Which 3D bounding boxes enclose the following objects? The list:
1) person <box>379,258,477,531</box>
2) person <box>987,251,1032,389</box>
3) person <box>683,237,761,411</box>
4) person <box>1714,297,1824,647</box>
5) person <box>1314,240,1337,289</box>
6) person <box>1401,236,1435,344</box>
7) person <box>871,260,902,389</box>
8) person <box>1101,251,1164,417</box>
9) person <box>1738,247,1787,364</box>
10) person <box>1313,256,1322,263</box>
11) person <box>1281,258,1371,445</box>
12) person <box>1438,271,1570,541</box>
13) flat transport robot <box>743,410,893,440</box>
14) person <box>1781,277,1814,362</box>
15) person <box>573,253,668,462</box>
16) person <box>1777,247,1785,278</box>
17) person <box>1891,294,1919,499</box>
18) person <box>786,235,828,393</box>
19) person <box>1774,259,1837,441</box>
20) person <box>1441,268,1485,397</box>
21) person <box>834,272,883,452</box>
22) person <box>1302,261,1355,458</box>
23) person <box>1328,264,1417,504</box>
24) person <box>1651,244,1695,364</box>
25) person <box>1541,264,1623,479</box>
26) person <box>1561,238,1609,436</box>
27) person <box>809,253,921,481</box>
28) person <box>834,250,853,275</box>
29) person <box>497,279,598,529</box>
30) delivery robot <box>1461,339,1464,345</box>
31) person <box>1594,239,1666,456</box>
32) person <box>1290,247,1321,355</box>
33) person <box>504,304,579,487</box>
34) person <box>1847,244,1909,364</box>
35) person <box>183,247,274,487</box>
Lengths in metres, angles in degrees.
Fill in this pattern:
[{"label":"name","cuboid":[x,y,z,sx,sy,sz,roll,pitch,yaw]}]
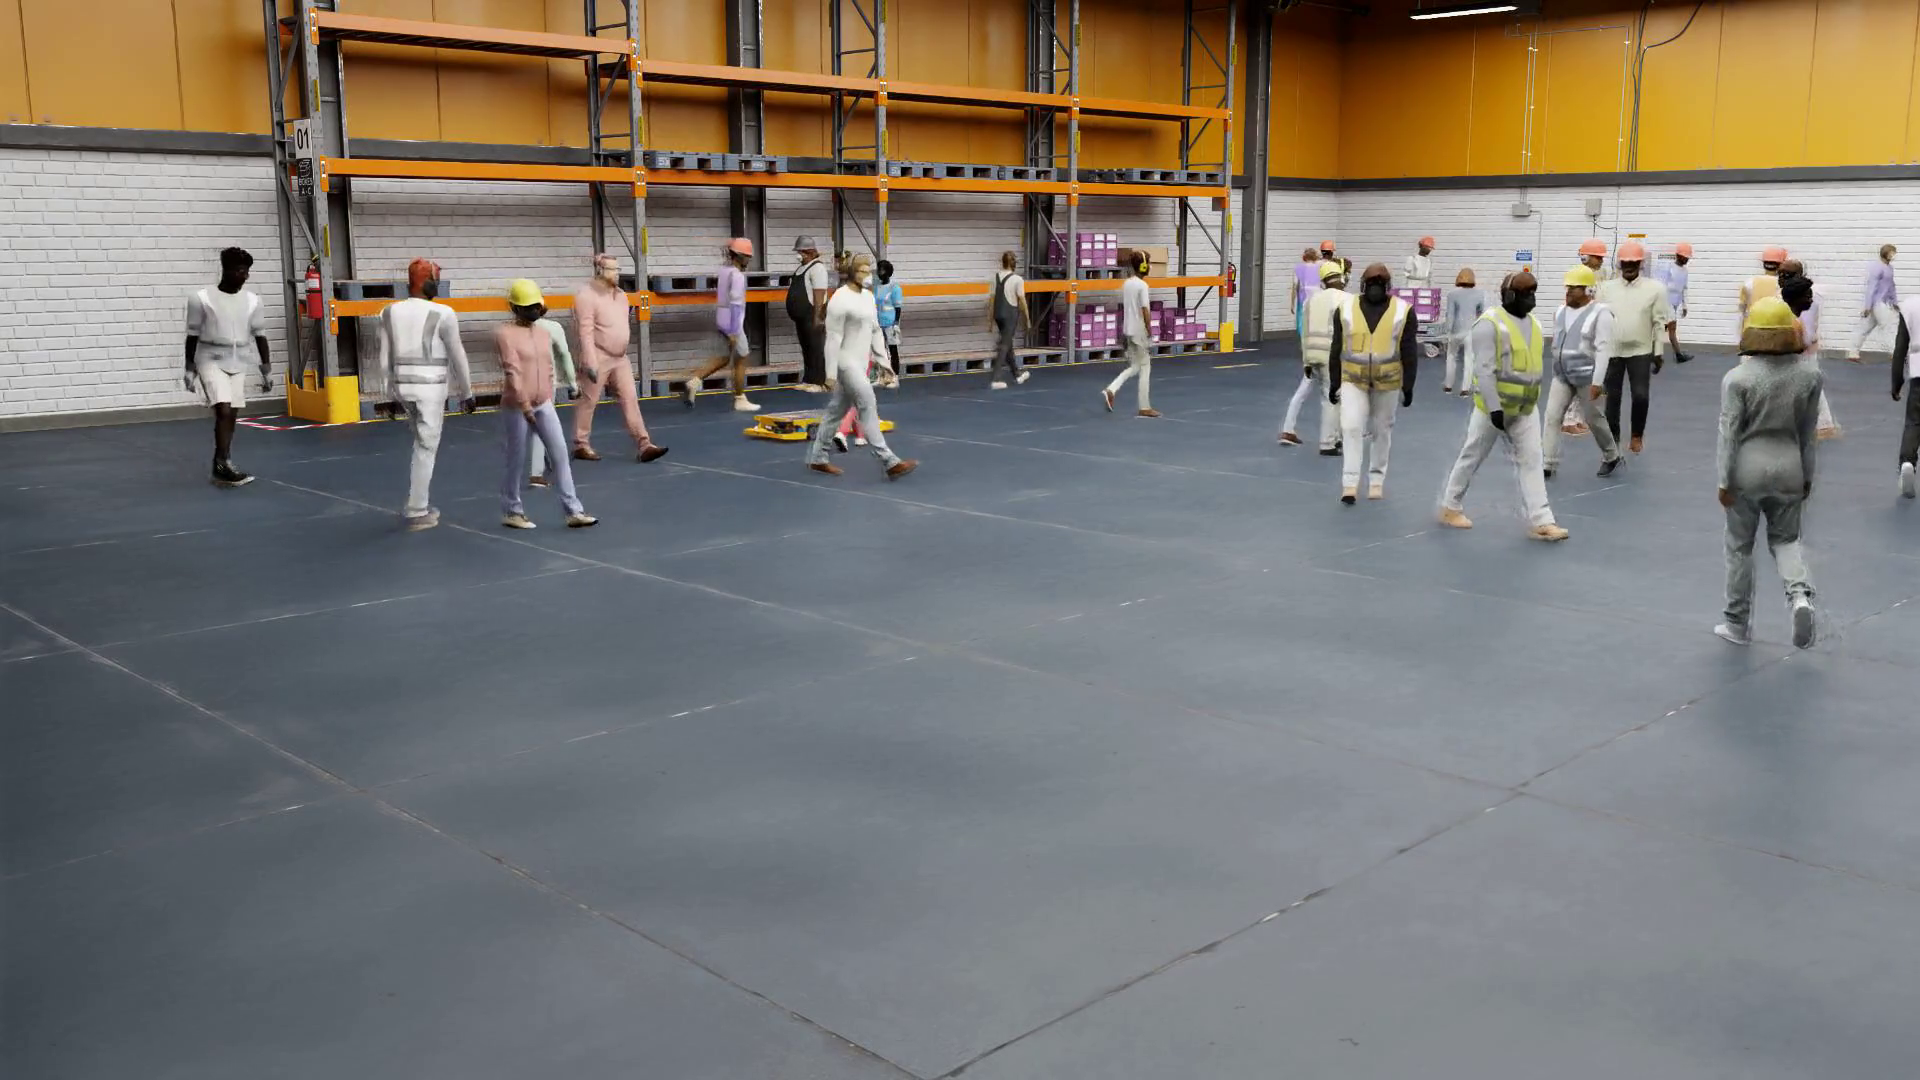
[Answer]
[{"label":"person","cuboid":[-3.670,-1.010,11.529,0.581,1.862,0.653,4,11,19]},{"label":"person","cuboid":[0.710,-2.919,22.105,0.528,1.796,0.941,10,14,43]},{"label":"person","cuboid":[-2.717,-2.438,18.956,0.845,2.001,0.674,-6,12,-28]},{"label":"person","cuboid":[3.928,-0.309,8.072,0.498,1.725,0.595,1,10,3]},{"label":"person","cuboid":[6.278,-4.184,28.657,0.444,1.935,0.582,-7,12,-32]},{"label":"person","cuboid":[8.530,-4.653,31.015,0.673,2.016,0.607,-4,11,-19]},{"label":"person","cuboid":[-0.985,-2.853,22.041,0.535,1.697,0.318,9,14,42]},{"label":"person","cuboid":[1.943,-2.268,18.418,0.651,1.854,0.546,-4,11,-19]},{"label":"person","cuboid":[8.598,-2.164,17.747,0.558,1.893,0.936,7,13,34]},{"label":"person","cuboid":[6.516,-4.364,30.439,0.511,1.640,0.308,2,11,13]},{"label":"person","cuboid":[3.526,-1.808,16.057,0.989,1.801,0.654,-3,11,-17]},{"label":"person","cuboid":[3.680,-0.914,11.235,0.620,1.797,1.010,-5,12,-27]},{"label":"flat transport robot","cuboid":[-1.429,-1.188,16.849,1.431,0.197,0.652,-10,14,-42]},{"label":"person","cuboid":[6.570,-1.235,13.218,0.321,1.696,0.536,5,11,23]},{"label":"person","cuboid":[-3.100,-1.604,14.785,1.011,1.853,0.671,6,12,31]},{"label":"person","cuboid":[11.990,-3.314,24.151,0.577,1.858,0.787,-9,13,-39]},{"label":"person","cuboid":[7.465,-1.245,12.744,0.596,1.897,0.793,8,13,36]},{"label":"person","cuboid":[-1.989,-2.935,21.550,0.535,2.000,0.679,-5,12,-27]},{"label":"person","cuboid":[8.212,-1.855,16.371,0.986,1.788,0.661,-1,10,-8]},{"label":"person","cuboid":[6.335,-2.620,21.015,0.517,1.595,0.784,0,10,-2]},{"label":"person","cuboid":[-1.022,-1.709,15.711,0.536,1.733,0.853,5,11,24]},{"label":"person","cuboid":[3.446,-1.651,15.270,0.565,1.786,0.662,-7,12,-32]},{"label":"person","cuboid":[3.094,-1.161,12.522,0.657,1.798,0.916,3,11,15]},{"label":"person","cuboid":[11.288,-3.703,26.188,0.603,1.871,0.960,-7,12,-32]},{"label":"person","cuboid":[5.167,-1.385,13.797,0.932,1.794,0.603,-6,12,-28]},{"label":"person","cuboid":[6.332,-2.052,16.866,0.394,1.990,0.618,7,12,33]},{"label":"person","cuboid":[-0.831,-1.427,13.805,1.065,1.873,0.631,3,11,18]},{"label":"person","cuboid":[-1.295,-2.560,20.042,0.430,1.841,0.552,0,10,-2]},{"label":"person","cuboid":[-2.847,-0.895,11.282,0.833,1.724,0.525,7,12,33]},{"label":"delivery robot","cuboid":[8.841,-3.499,28.424,0.477,0.478,0.707,-7,12,-33]},{"label":"person","cuboid":[5.940,-1.674,14.831,0.617,1.983,0.458,5,12,27]},{"label":"person","cuboid":[5.745,-3.904,27.431,0.618,1.821,0.508,-2,11,-10]},{"label":"person","cuboid":[-3.431,-1.255,13.610,0.529,1.581,0.878,1,10,5]},{"label":"person","cuboid":[14.410,-3.646,25.876,1.051,1.875,0.636,9,14,40]},{"label":"person","cuboid":[-5.884,-1.390,13.439,0.766,1.919,0.641,8,13,37]}]
